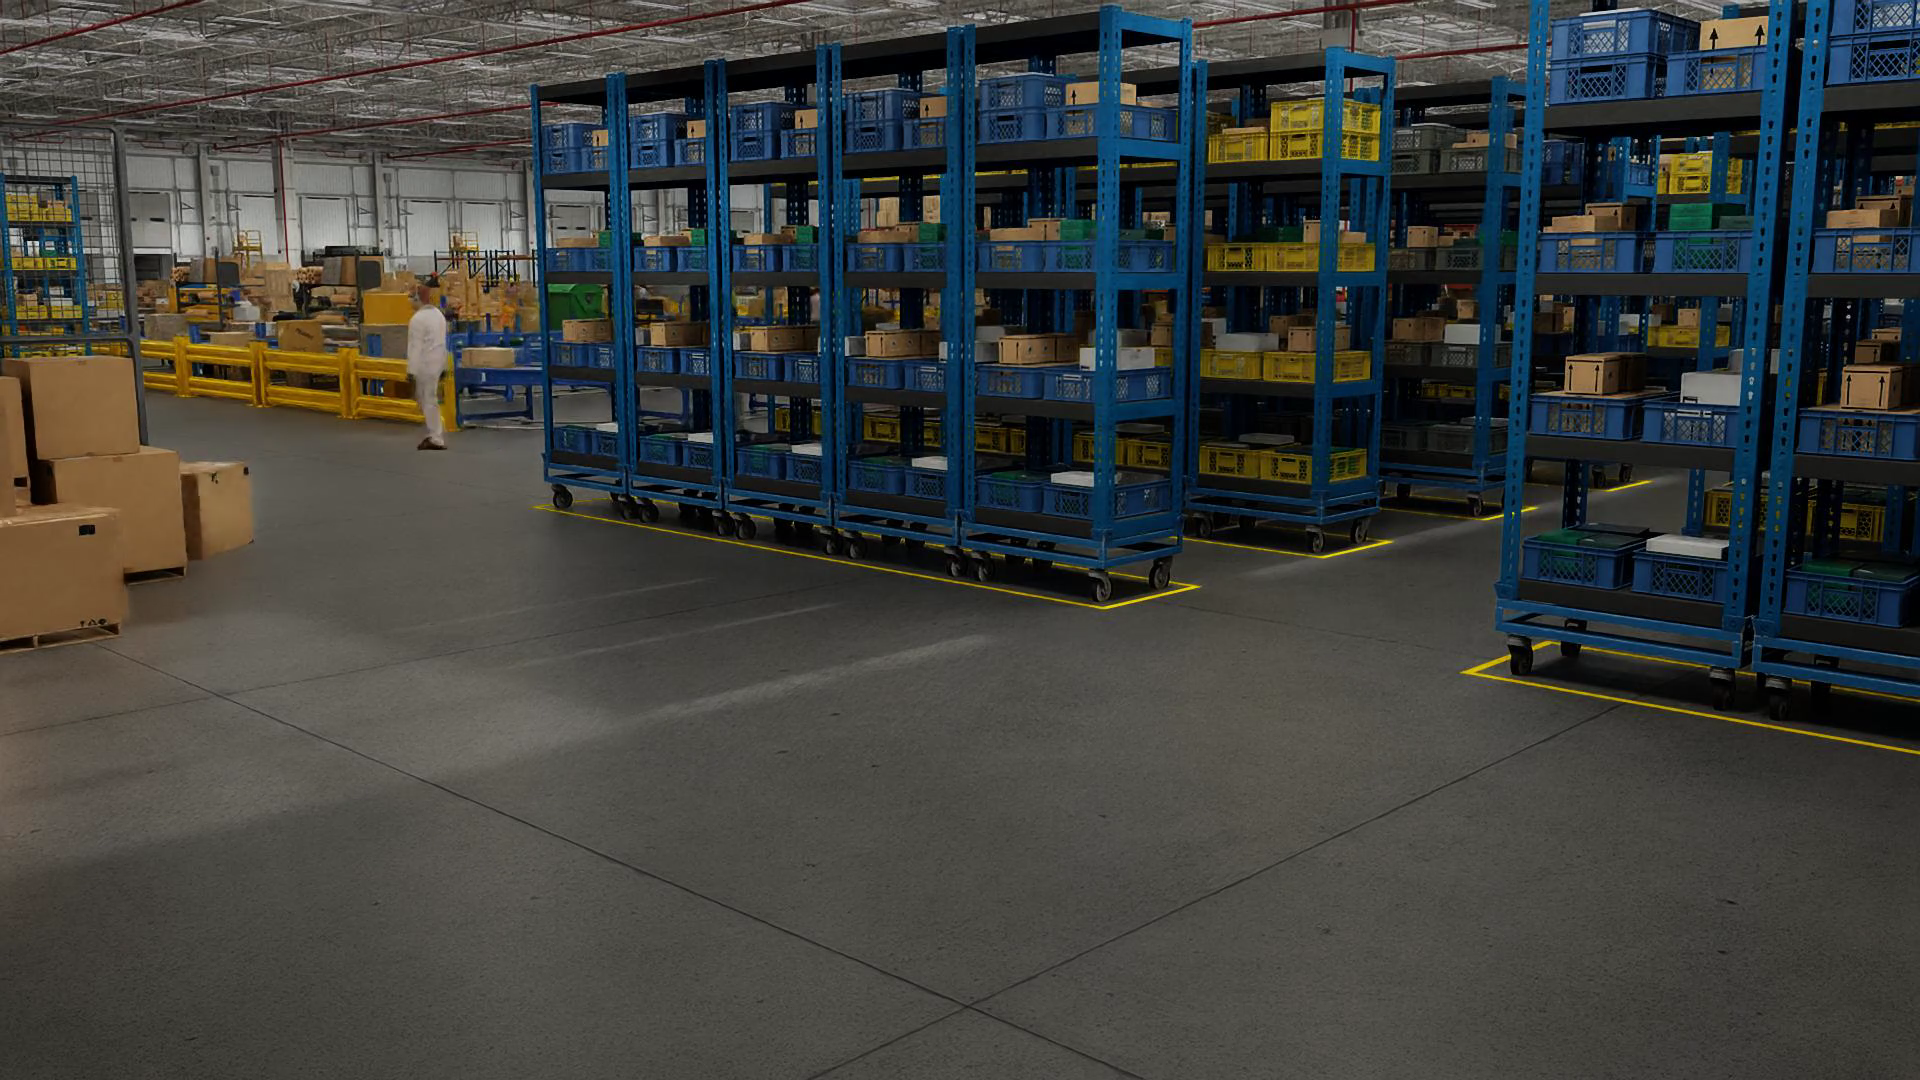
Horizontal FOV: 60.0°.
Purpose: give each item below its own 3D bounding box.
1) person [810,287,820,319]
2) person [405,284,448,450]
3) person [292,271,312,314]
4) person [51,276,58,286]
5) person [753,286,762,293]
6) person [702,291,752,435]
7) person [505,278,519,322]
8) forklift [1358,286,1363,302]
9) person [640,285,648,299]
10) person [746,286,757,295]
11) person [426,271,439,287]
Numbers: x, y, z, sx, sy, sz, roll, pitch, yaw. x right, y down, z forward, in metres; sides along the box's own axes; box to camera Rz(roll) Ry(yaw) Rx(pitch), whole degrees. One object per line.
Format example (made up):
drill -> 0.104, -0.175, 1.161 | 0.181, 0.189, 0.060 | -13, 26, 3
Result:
person -> -3.380, -5.299, 39.907 | 0.527, 1.754, 0.381 | 2, 10, 15
person -> -6.154, -1.964, 19.000 | 0.540, 1.888, 0.678 | 1, 9, 7
person -> -24.578, -9.070, 62.123 | 0.677, 2.000, 0.536 | -4, 10, -25
person -> -38.419, -10.410, 70.708 | 0.622, 1.932, 0.388 | -2, 9, -12
person -> -9.376, -11.356, 76.498 | 0.614, 1.939, 0.598 | -5, 10, -27
person -> -2.909, -2.155, 20.428 | 0.679, 1.811, 0.601 | -2, 10, -13
person -> -17.133, -9.172, 63.672 | 0.534, 1.737, 0.790 | -2, 9, -12
forklift -> 11.100, -7.017, 46.970 | 1.873, 2.768, 1.129 | 9, 13, 43
person -> -11.631, -8.710, 60.992 | 0.439, 1.683, 0.545 | -2, 10, -14
person -> -7.839, -8.897, 61.793 | 0.791, 1.807, 0.595 | -2, 9, -10
person -> -18.748, -8.583, 59.309 | 0.612, 1.983, 0.407 | 5, 11, 30
